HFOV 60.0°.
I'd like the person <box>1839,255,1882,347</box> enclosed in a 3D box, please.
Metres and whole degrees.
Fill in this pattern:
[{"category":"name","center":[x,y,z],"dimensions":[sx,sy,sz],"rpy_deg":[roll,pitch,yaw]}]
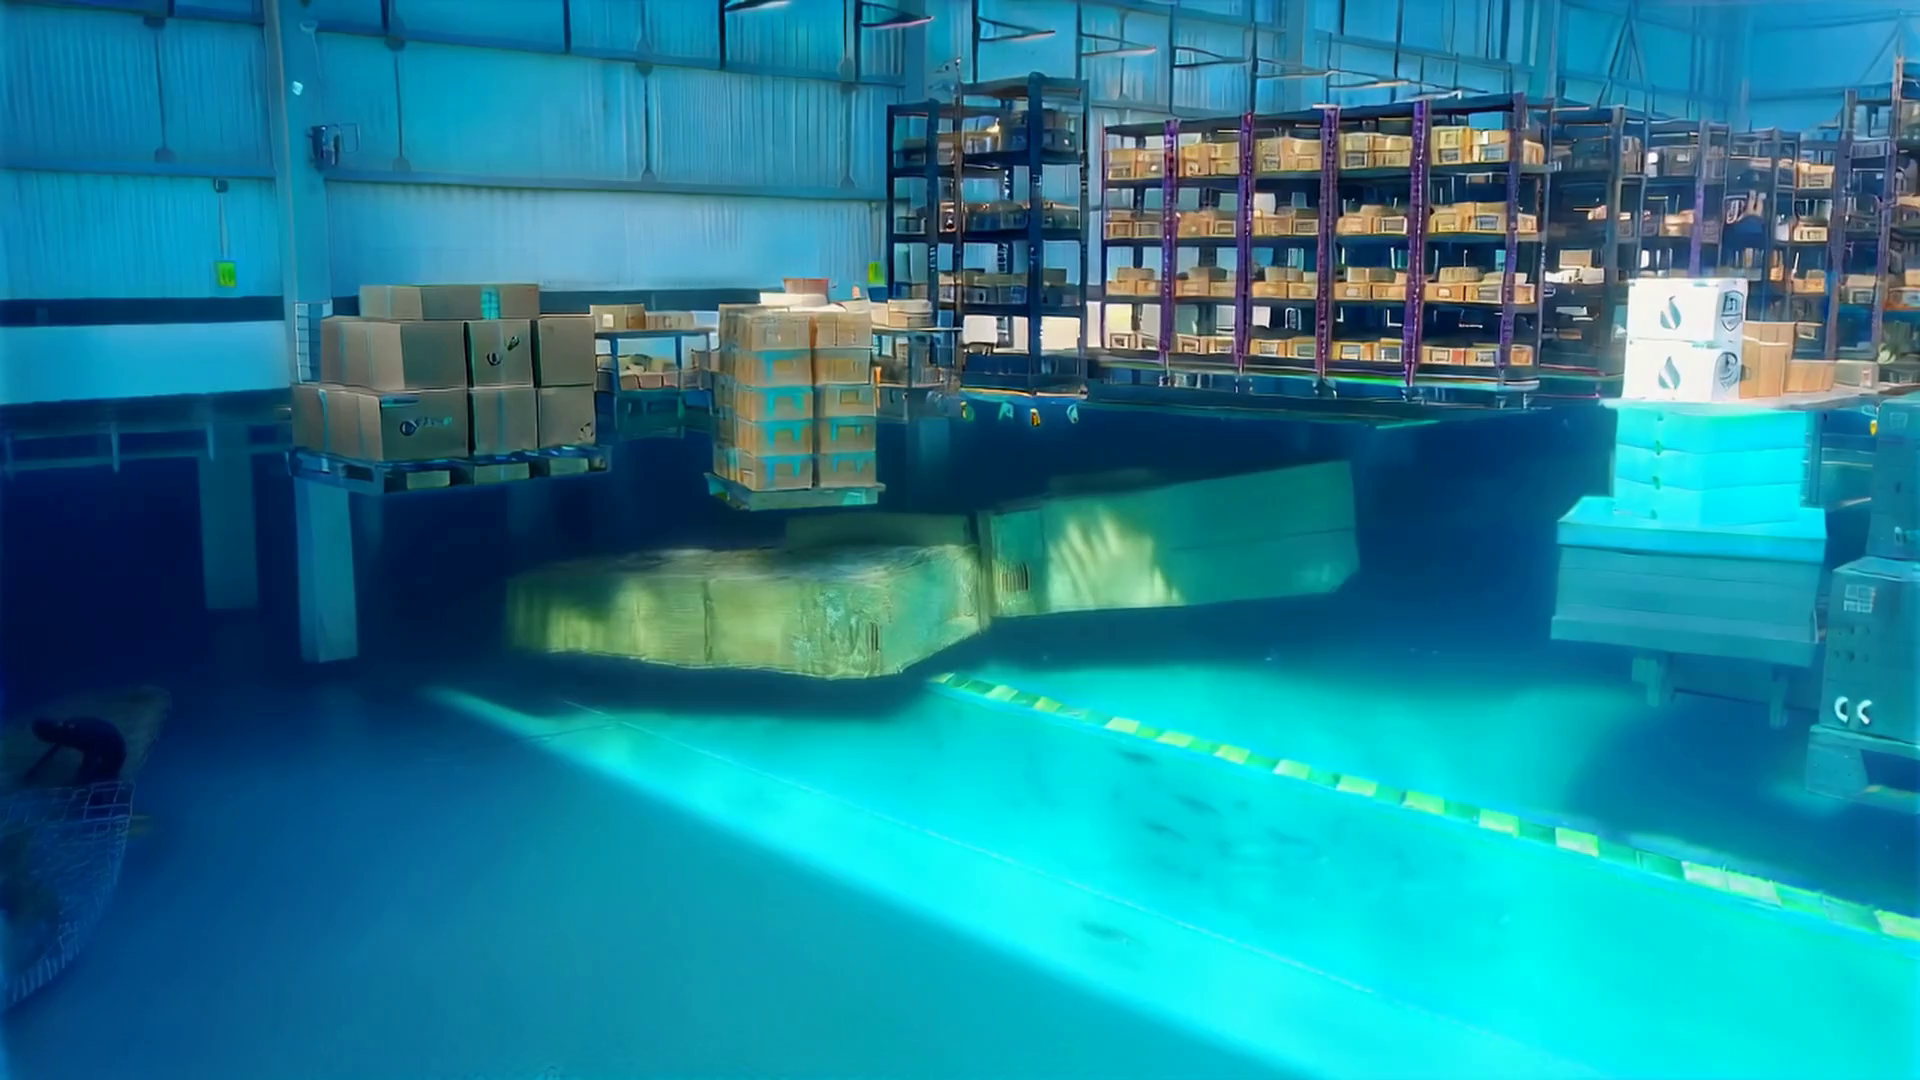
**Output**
[{"category":"person","center":[13.123,-3.245,24.280],"dimensions":[0.483,1.826,0.592],"rpy_deg":[-8,13,-41]}]
